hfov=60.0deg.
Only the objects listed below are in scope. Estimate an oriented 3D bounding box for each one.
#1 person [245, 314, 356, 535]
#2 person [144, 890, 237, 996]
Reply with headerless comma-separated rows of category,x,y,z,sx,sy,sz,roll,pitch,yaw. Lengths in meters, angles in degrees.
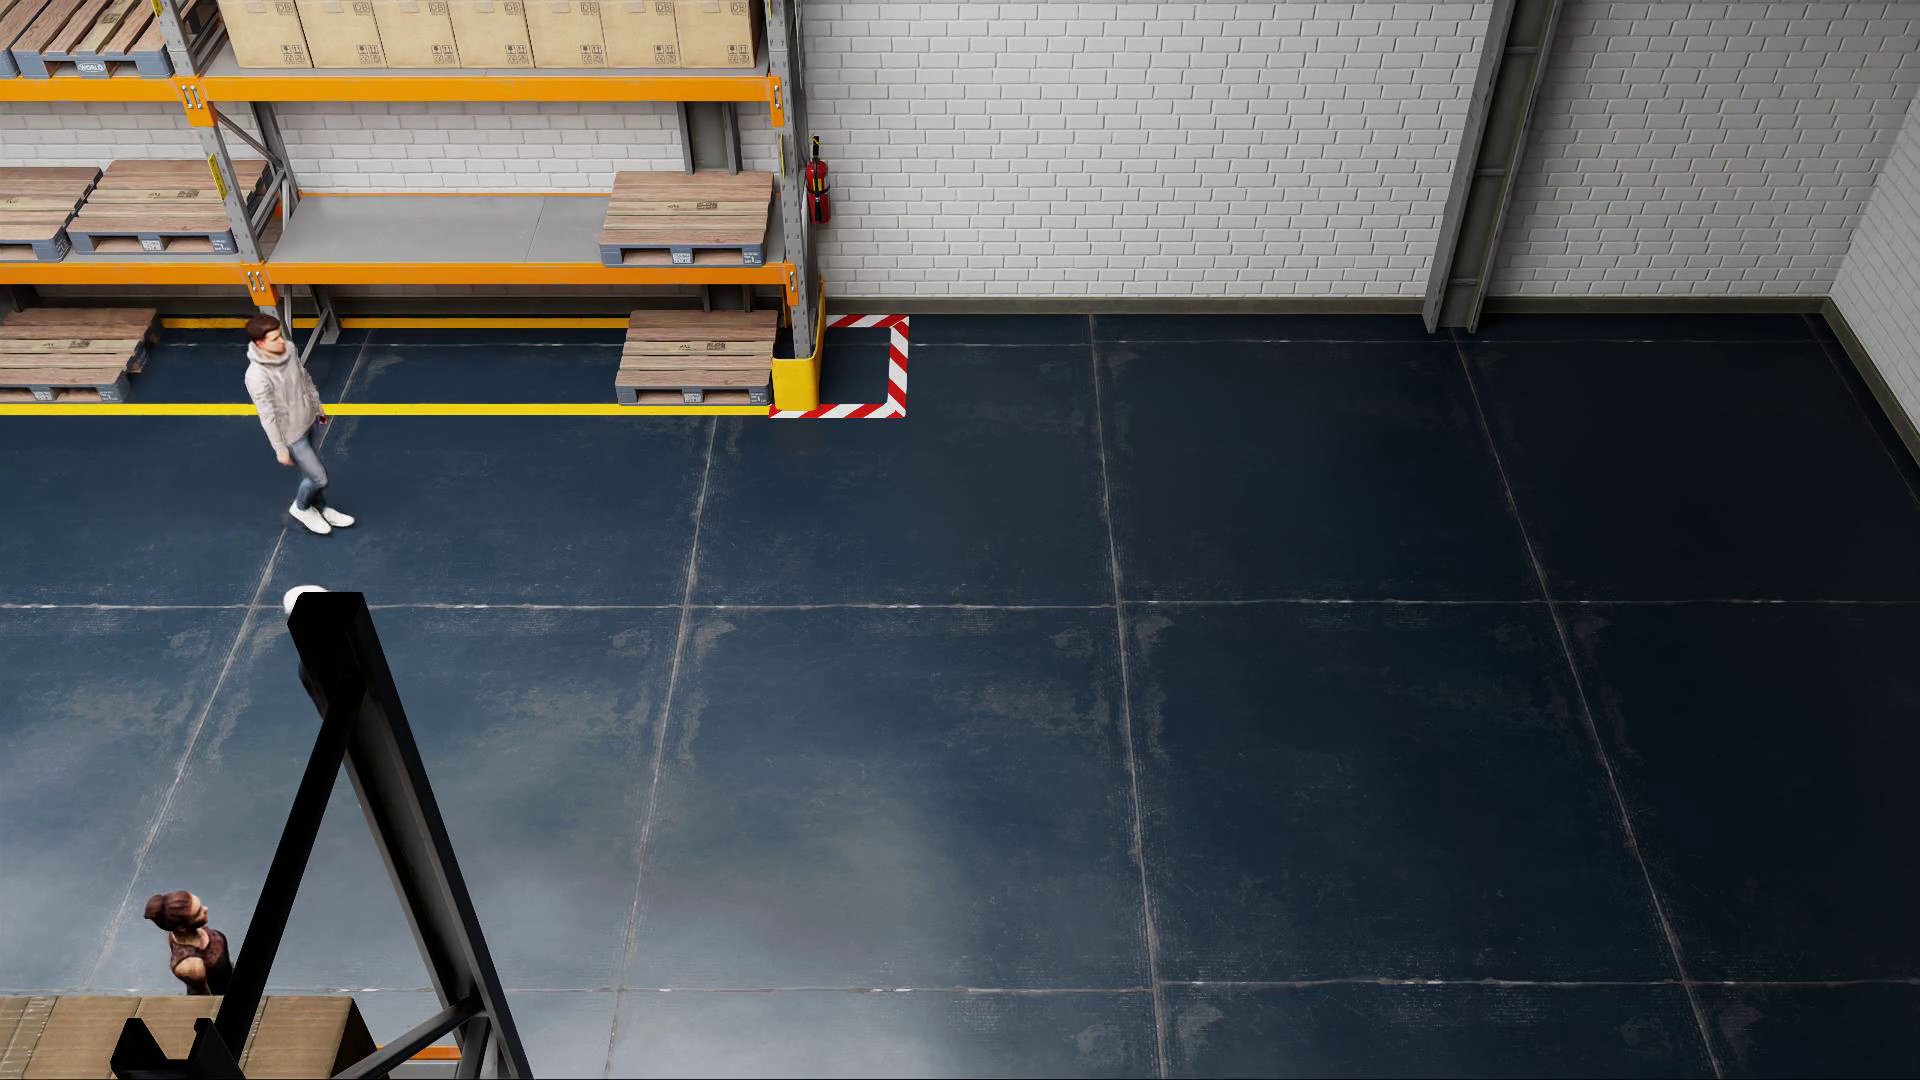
person,-4.684,-0.792,11.491,0.706,1.847,0.730,6,44,7
person,-3.794,2.333,8.341,0.712,1.667,0.676,-18,46,-18
